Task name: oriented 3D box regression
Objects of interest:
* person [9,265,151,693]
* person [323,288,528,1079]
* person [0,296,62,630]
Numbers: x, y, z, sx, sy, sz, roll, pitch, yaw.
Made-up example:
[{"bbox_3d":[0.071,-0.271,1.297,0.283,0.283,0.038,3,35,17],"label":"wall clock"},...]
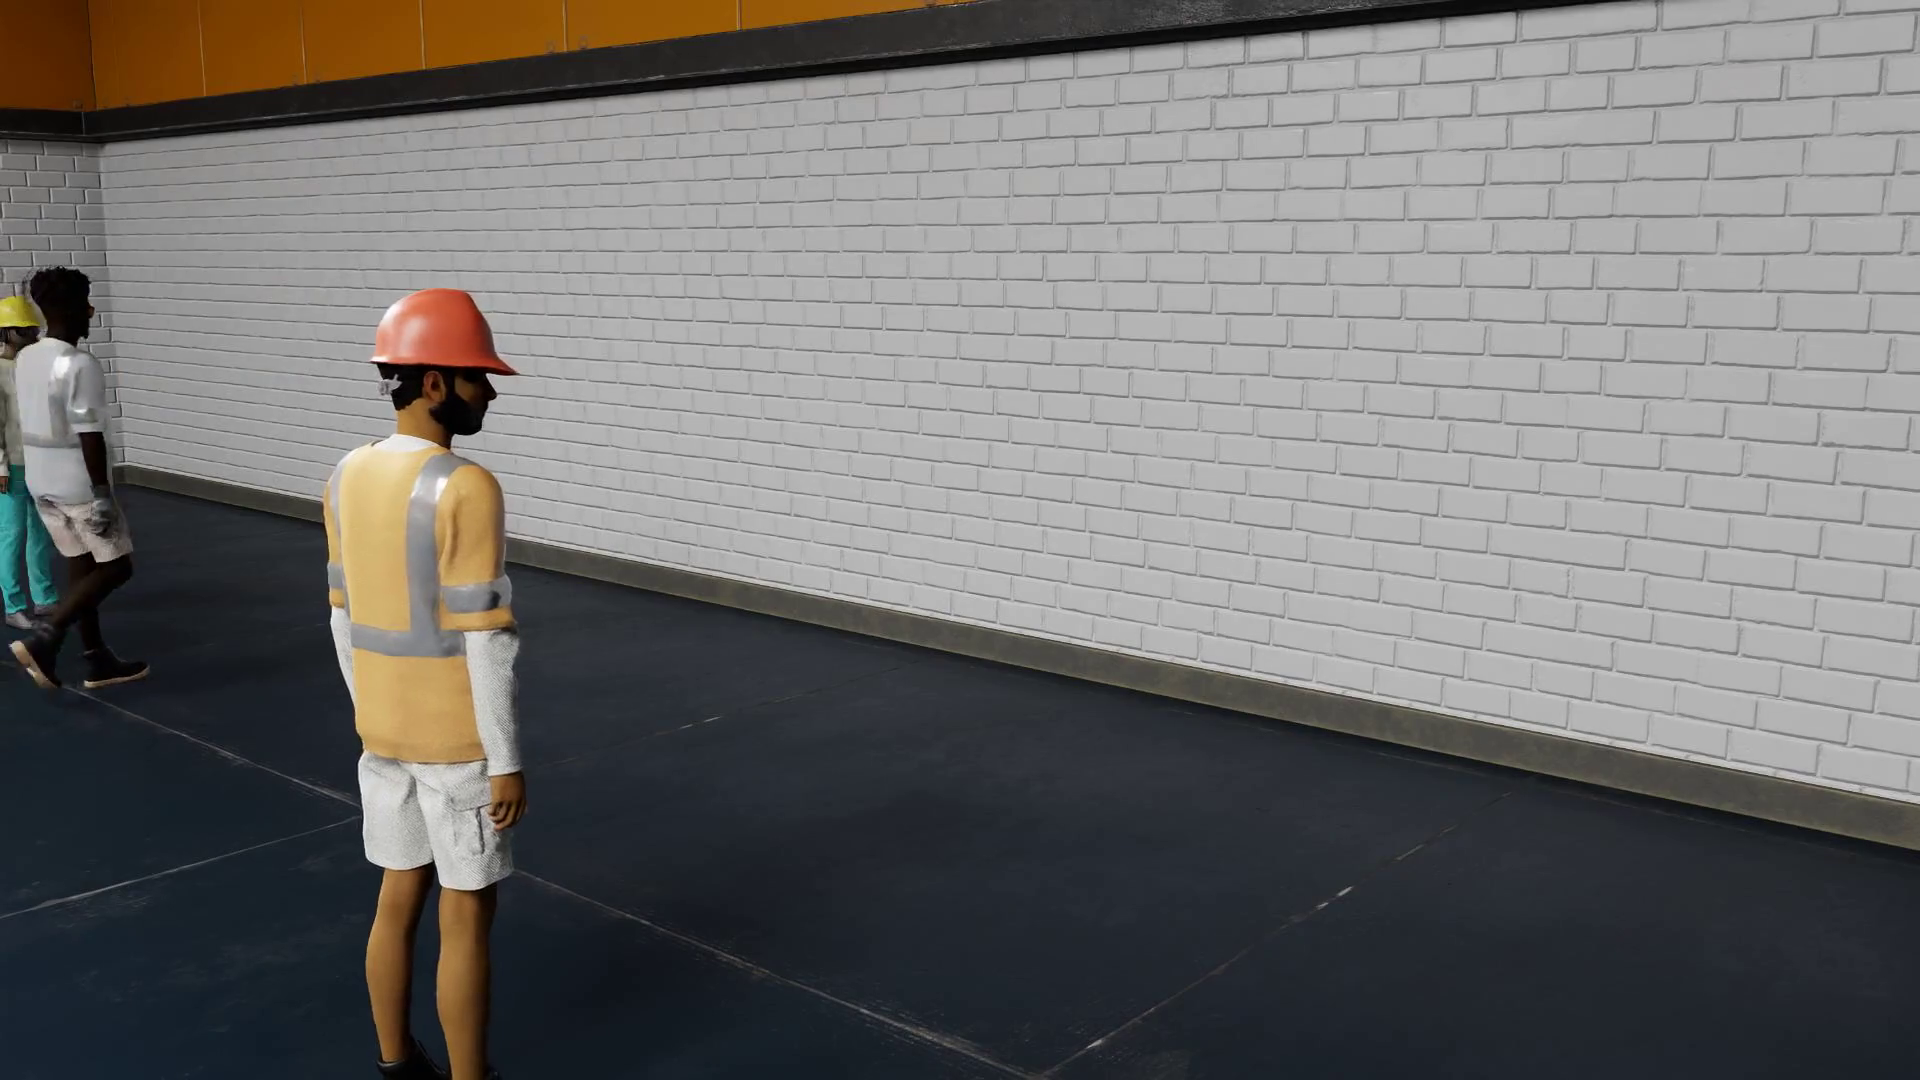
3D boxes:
[{"bbox_3d":[-4.020,-0.250,7.477,0.608,1.950,0.606,6,12,31],"label":"person"},{"bbox_3d":[-1.153,0.415,3.721,0.548,1.934,0.375,7,12,36],"label":"person"},{"bbox_3d":[-4.991,-0.412,8.908,0.308,1.769,0.525,1,10,8],"label":"person"}]
